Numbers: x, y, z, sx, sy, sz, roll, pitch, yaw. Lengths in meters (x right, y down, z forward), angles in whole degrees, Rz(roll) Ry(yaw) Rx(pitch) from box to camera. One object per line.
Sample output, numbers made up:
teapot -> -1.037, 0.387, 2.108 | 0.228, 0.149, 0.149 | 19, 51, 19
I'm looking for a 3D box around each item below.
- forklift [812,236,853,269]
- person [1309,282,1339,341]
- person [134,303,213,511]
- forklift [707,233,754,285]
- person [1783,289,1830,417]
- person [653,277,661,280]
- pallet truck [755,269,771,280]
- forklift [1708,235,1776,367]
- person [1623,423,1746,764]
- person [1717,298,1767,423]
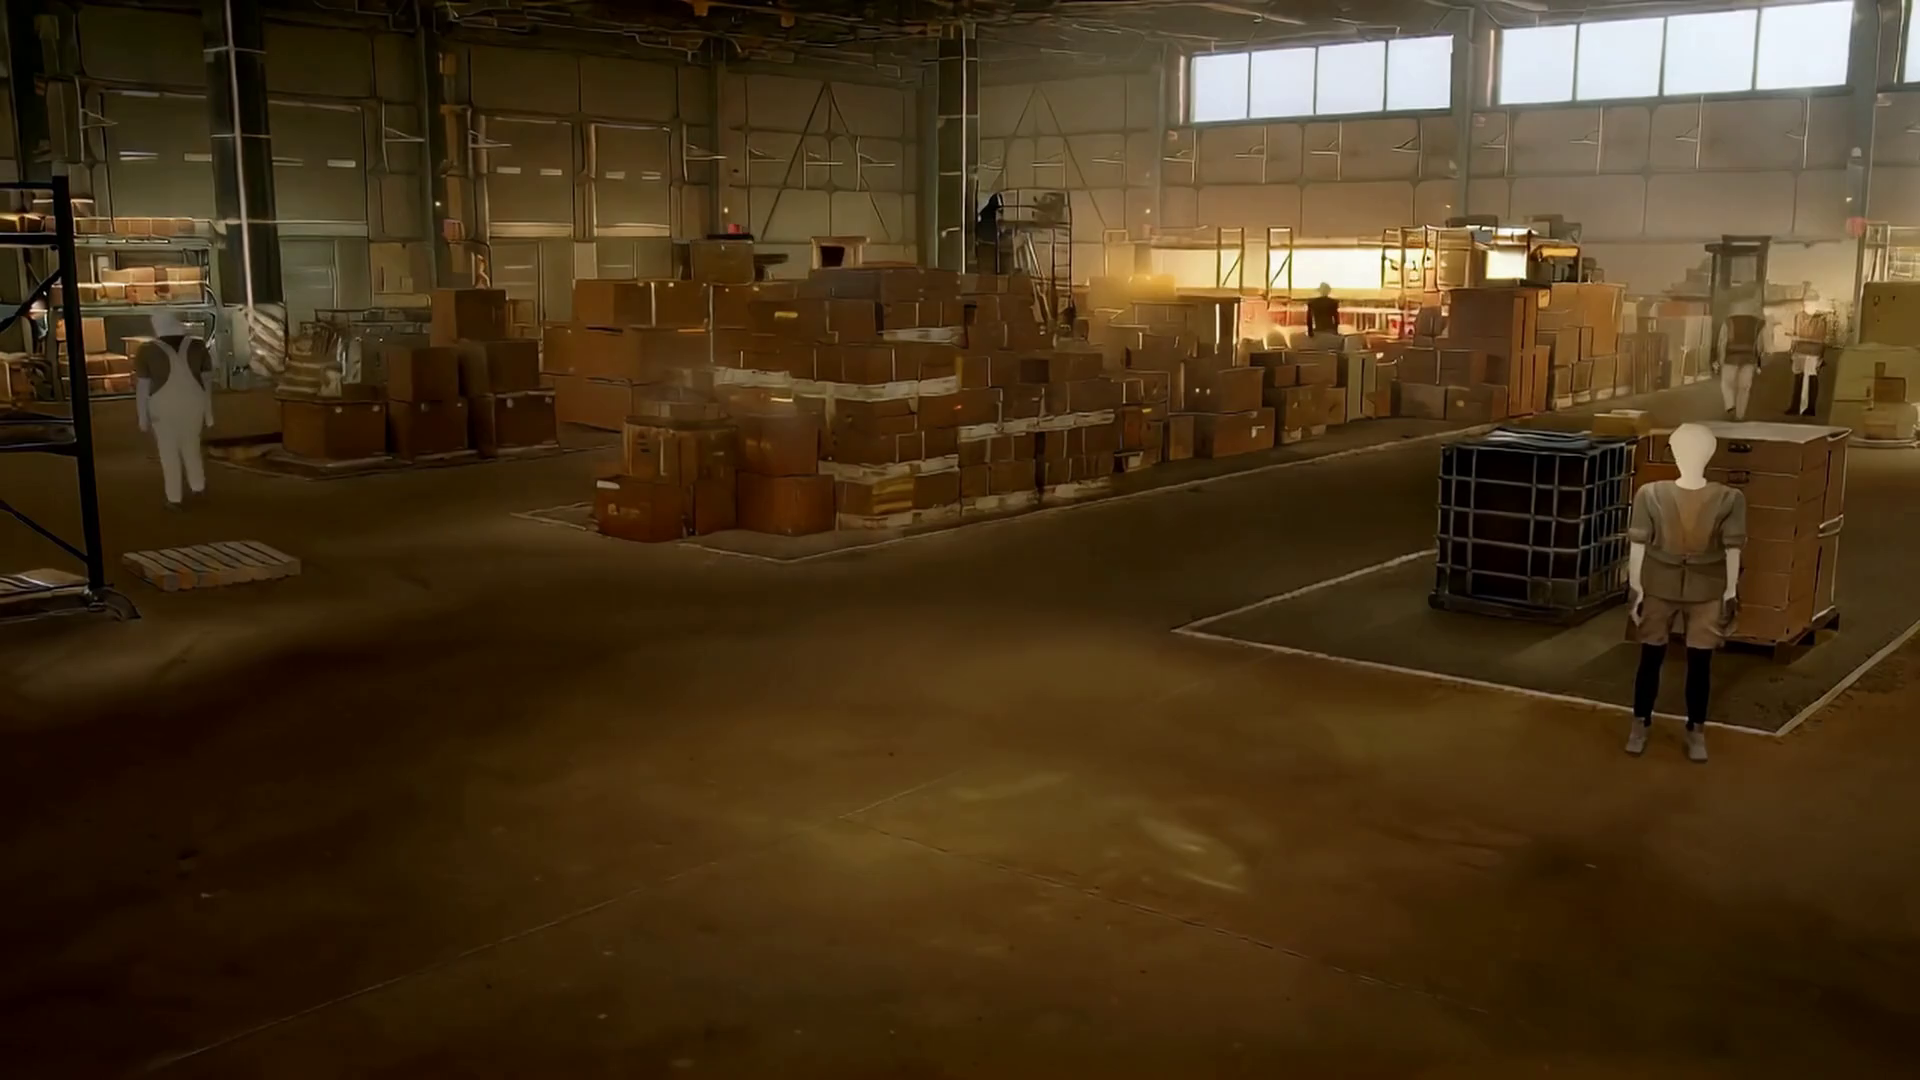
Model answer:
forklift -> -2.946, -5.693, 38.805 | 1.129, 2.768, 1.873 | -4, 11, -21
person -> 6.707, -3.818, 30.873 | 0.673, 1.918, 0.638 | -8, 13, -39
person -> -7.653, -1.297, 16.163 | 0.699, 2.000, 0.537 | -9, 14, -43
forklift -> -4.412, -4.528, 32.170 | 1.873, 2.768, 1.129 | 8, 13, 39
person -> 12.805, -2.819, 25.155 | 0.375, 1.927, 0.543 | -6, 12, -31
person -> -6.523, -4.725, 36.016 | 0.634, 1.930, 0.384 | -5, 11, -25
pallet truck -> -4.996, -6.432, 45.525 | 1.885, 1.965, 0.823 | -6, 12, -32
forklift -> 16.763, -5.143, 35.675 | 1.129, 2.768, 1.873 | 8, 13, 40
person -> 3.579, 0.265, 8.248 | 0.541, 1.695, 0.316 | 4, 11, 23
person -> 11.263, -2.566, 24.006 | 0.654, 1.824, 0.479 | 3, 10, 15
